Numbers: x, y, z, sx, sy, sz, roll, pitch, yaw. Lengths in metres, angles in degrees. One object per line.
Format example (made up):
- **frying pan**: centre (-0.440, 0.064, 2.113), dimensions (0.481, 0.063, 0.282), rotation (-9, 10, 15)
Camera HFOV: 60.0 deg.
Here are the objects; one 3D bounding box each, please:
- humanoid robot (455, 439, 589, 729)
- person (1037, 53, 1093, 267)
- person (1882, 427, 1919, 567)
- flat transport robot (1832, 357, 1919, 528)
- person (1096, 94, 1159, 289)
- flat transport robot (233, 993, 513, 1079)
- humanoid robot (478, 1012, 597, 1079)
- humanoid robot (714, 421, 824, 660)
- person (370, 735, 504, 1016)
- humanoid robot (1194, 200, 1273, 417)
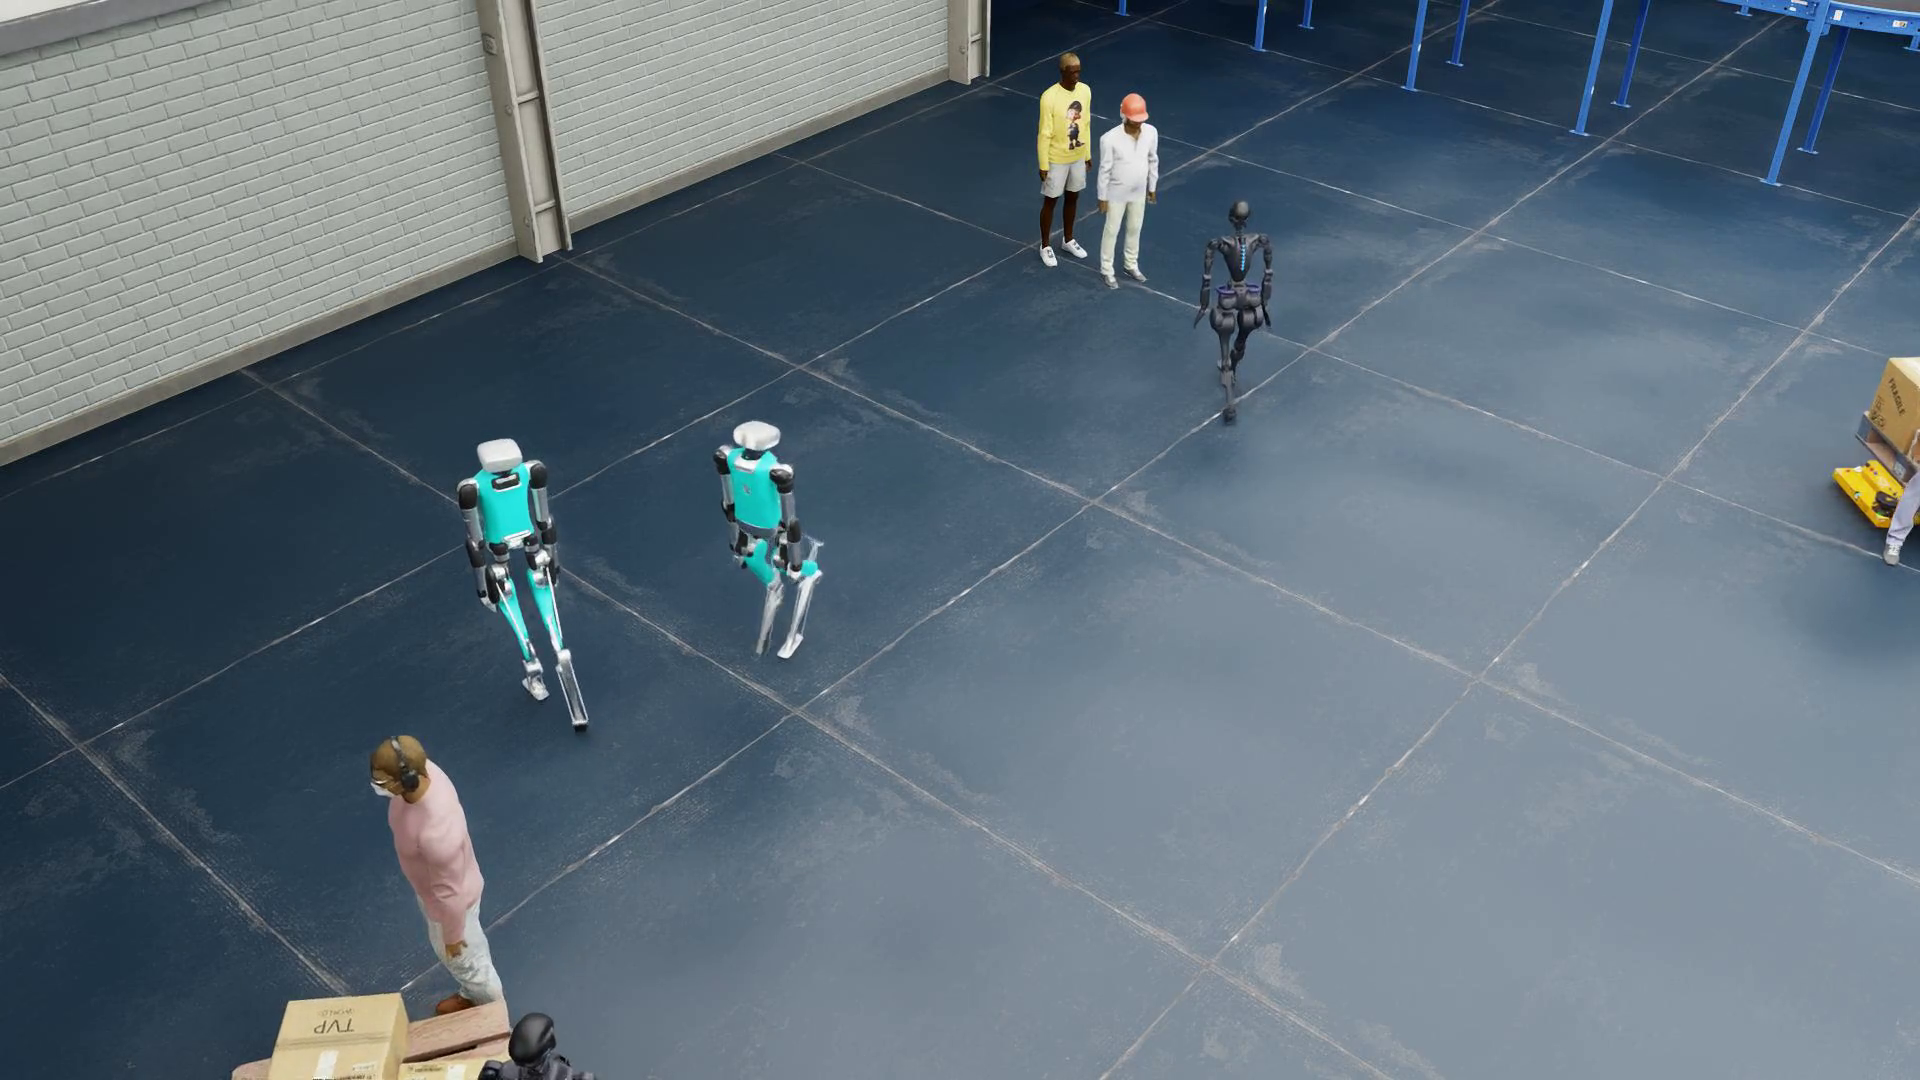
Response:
- **humanoid robot**: centre (-2.453, 0.364, 9.674), dimensions (0.553, 1.863, 0.845), rotation (-22, 41, -28)
- **person**: centre (0.926, -3.377, 14.723), dimensions (0.557, 1.898, 0.366), rotation (-20, 40, -26)
- **person**: centre (6.569, -0.639, 10.929), dimensions (0.565, 1.842, 0.390), rotation (6, 36, 8)
- **flat transport robot**: centre (7.113, -0.363, 11.898), dimensions (1.431, 0.231, 0.659), rotation (-2, 36, -3)
- **person**: centre (1.452, -3.011, 14.345), dimensions (0.573, 1.742, 0.358), rotation (-16, 38, -21)
- **flat transport robot**: centre (-2.532, 2.811, 7.440), dimensions (0.659, 0.231, 1.431), rotation (-11, 37, -15)
- **humanoid robot**: centre (-1.626, 2.463, 6.712), dimensions (0.584, 1.655, 0.360), rotation (4, 36, 5)
- **humanoid robot**: centre (-1.073, 0.000, 10.144), dimensions (0.533, 1.817, 0.677), rotation (18, 39, 24)
- **person**: centre (-2.379, 1.631, 7.668), dimensions (0.358, 1.931, 0.627), rotation (-16, 39, -22)
- **humanoid robot**: centre (2.104, -1.782, 12.719), dimensions (0.602, 1.625, 0.791), rotation (-5, 36, -7)
